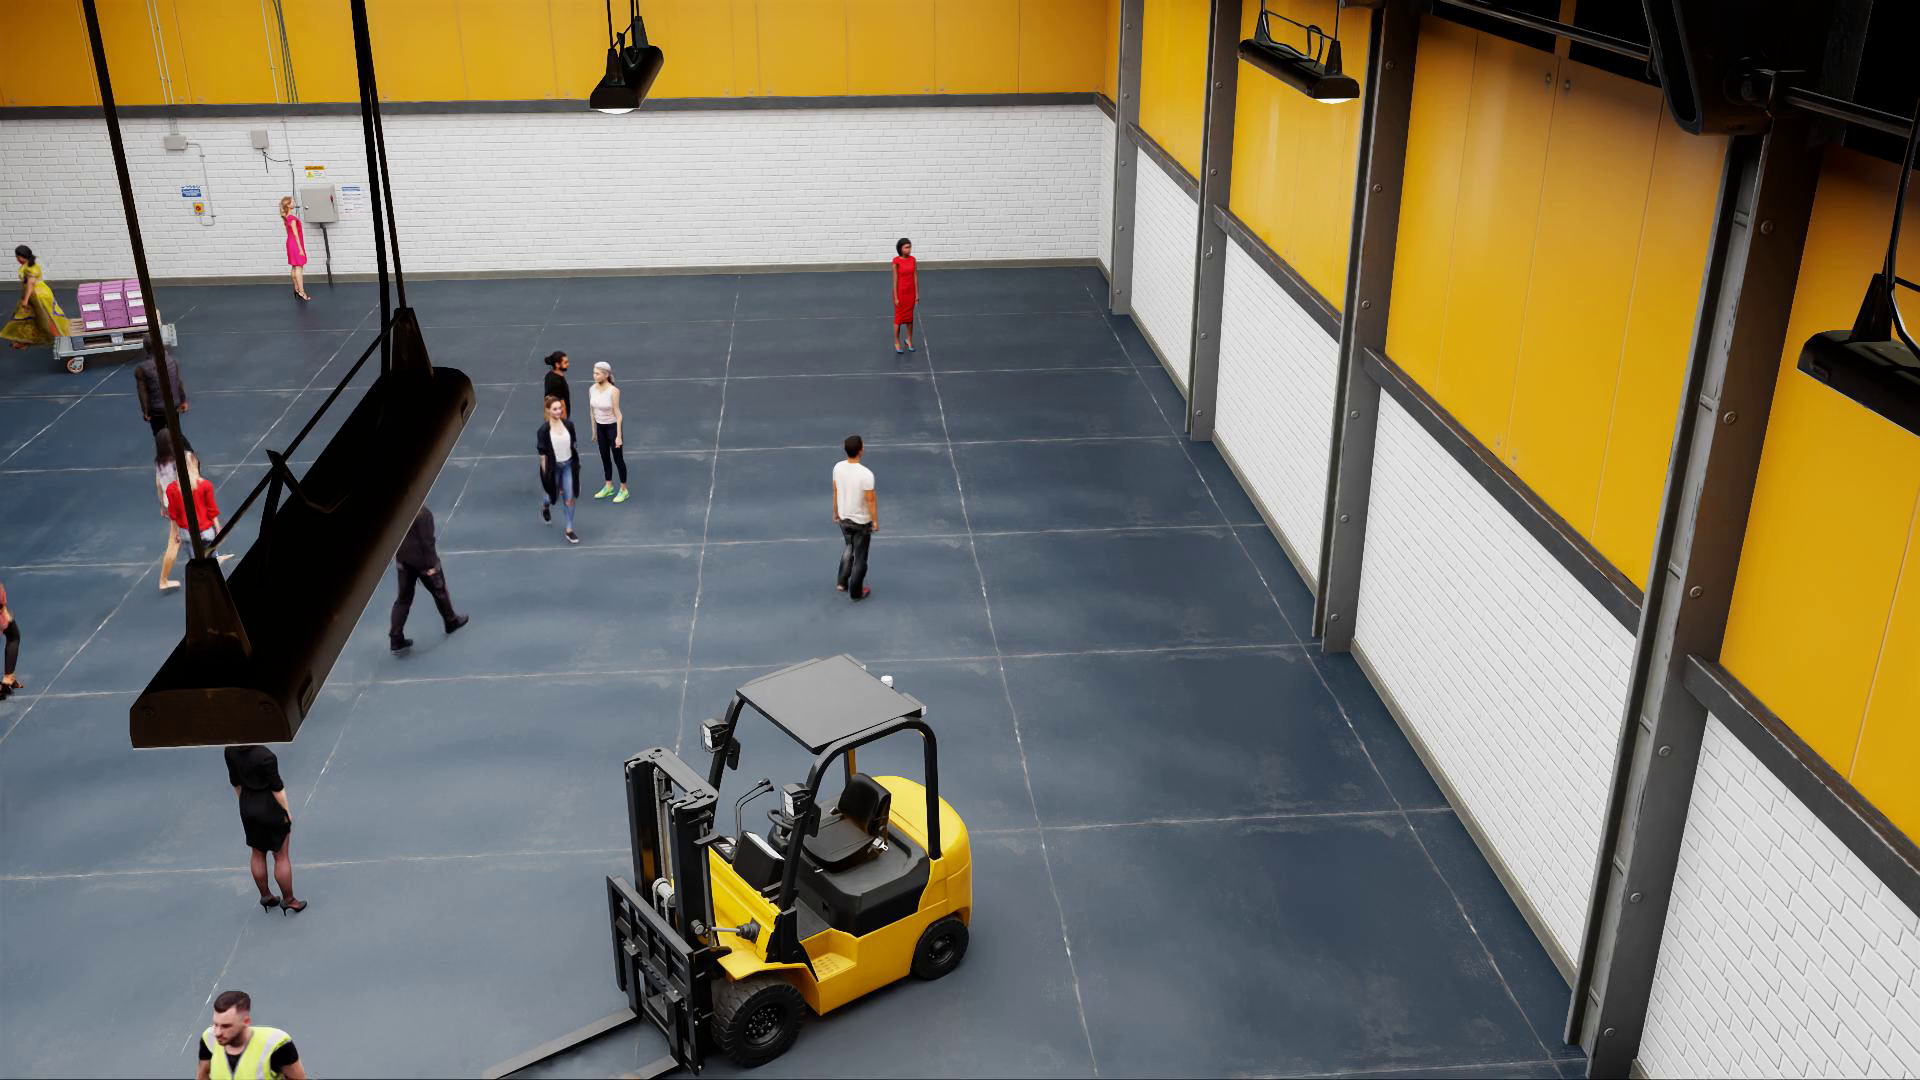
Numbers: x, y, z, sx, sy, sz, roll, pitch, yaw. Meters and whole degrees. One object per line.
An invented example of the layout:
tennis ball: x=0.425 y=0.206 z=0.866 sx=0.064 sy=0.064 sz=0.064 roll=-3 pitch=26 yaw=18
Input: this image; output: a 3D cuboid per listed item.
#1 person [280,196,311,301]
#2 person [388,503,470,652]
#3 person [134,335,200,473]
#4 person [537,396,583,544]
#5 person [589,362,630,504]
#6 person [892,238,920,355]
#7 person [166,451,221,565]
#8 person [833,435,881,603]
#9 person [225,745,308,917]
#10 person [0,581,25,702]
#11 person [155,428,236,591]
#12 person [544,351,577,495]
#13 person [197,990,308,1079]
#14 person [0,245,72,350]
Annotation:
person: x=-11.112 y=-4.882 z=27.759 sx=0.721 sy=1.729 sz=0.630 roll=-17 pitch=29 yaw=-33
person: x=-5.299 y=0.224 z=15.984 sx=1.077 sy=1.803 sz=1.270 roll=11 pitch=26 yaw=23
person: x=-9.580 y=-1.577 z=20.086 sx=1.118 sy=1.818 sz=1.068 roll=17 pitch=29 yaw=34
person: x=-4.504 y=-0.819 z=18.537 sx=0.912 sy=1.670 sz=1.062 roll=-16 pitch=28 yaw=-33
person: x=-4.127 y=-1.285 z=19.563 sx=0.684 sy=1.701 sz=0.719 roll=14 pitch=27 yaw=28
person: x=-0.837 y=-3.680 z=24.989 sx=0.635 sy=1.743 sz=0.638 roll=-14 pitch=27 yaw=-28
person: x=-7.669 y=-0.038 z=16.727 sx=0.705 sy=1.687 sz=0.693 roll=-11 pitch=26 yaw=-24
person: x=-1.129 y=-0.188 z=16.940 sx=0.808 sy=1.792 sz=0.858 roll=14 pitch=27 yaw=29
person: x=-5.072 y=1.976 z=12.096 sx=0.651 sy=1.706 sz=0.629 roll=8 pitch=25 yaw=17
person: x=-8.848 y=0.701 z=15.028 sx=0.651 sy=1.695 sz=0.643 roll=1 pitch=24 yaw=1
person: x=-8.182 y=-0.283 z=17.304 sx=1.066 sy=1.675 sz=1.216 roll=14 pitch=27 yaw=29
person: x=-4.835 y=-1.386 z=19.740 sx=0.789 sy=1.744 sz=0.698 roll=-7 pitch=25 yaw=-16
person: x=-3.837 y=3.184 z=9.216 sx=0.937 sy=1.801 sz=1.223 roll=6 pitch=24 yaw=13
person: x=-13.790 y=-3.629 z=25.045 sx=1.279 sy=1.605 sz=1.362 roll=-16 pitch=28 yaw=-32
